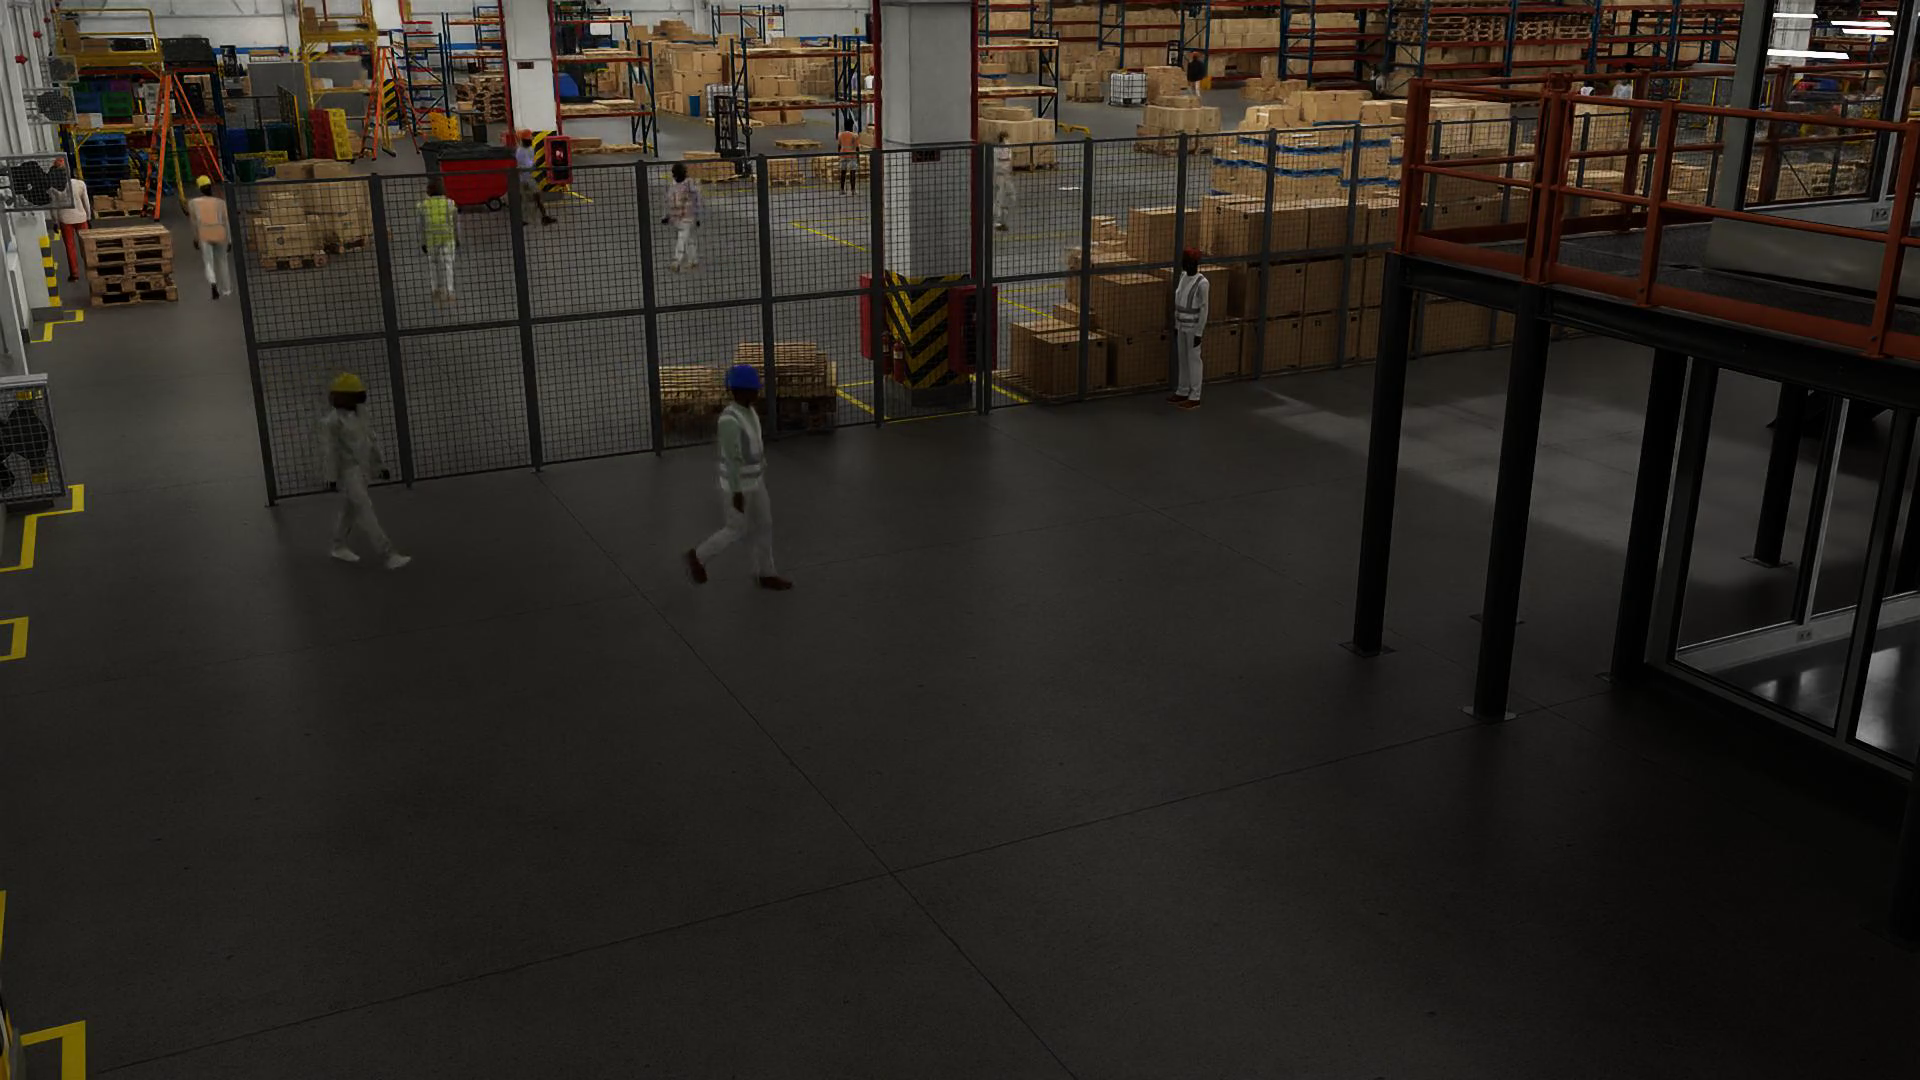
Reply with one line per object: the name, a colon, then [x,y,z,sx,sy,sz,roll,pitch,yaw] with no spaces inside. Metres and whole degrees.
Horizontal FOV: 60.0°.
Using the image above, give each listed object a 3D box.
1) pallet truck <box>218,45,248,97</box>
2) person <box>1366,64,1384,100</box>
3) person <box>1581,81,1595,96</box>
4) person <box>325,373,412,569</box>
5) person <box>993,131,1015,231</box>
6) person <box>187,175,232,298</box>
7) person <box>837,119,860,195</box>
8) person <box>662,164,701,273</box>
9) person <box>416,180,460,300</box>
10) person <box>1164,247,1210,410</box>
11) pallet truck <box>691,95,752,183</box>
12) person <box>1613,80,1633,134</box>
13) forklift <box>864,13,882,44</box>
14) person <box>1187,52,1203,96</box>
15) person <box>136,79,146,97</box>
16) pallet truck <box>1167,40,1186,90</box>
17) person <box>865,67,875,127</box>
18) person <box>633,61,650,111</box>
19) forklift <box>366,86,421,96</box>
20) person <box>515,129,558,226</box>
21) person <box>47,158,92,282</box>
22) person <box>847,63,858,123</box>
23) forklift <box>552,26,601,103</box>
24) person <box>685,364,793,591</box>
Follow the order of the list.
pallet truck: [-28.879,-18.665,66.111,0.823,1.965,1.885,-3,19,-9]
person: [13.115,-14.165,52.999,0.972,2.000,0.704,-8,21,-22]
person: [18.257,-12.540,48.473,0.392,1.919,0.590,-5,20,-15]
person: [-5.103,-0.592,14.155,0.903,1.693,0.495,7,20,19]
person: [0.835,-6.967,32.312,0.428,1.920,0.632,16,25,39]
person: [-11.552,-4.665,25.689,0.585,1.894,0.750,-8,21,-22]
person: [-2.507,-8.623,37.466,0.535,1.690,0.320,5,20,14]
person: [-4.744,-5.422,28.020,0.623,1.793,0.956,14,23,35]
person: [-8.071,-4.664,25.793,0.620,1.812,0.867,-6,20,-16]
person: [2.653,-2.454,19.291,0.356,1.883,0.573,-8,21,-21]
pallet truck: [-5.836,-9.608,39.856,0.823,1.965,1.885,10,22,27]
person: [20.309,-13.357,51.012,0.596,1.815,0.539,5,20,14]
forklift: [-4.048,-23.383,78.454,1.129,2.768,1.873,14,24,35]
person: [8.669,-16.985,61.303,0.618,1.964,0.907,0,19,-1]
person: [-25.205,-13.419,51.458,0.517,1.634,0.313,8,21,23]
pallet truck: [9.045,-19.971,69.895,0.823,1.965,1.885,-3,19,-8]
person: [-2.808,-14.256,53.501,0.583,1.882,0.350,15,24,37]
person: [-11.057,-15.771,57.826,0.640,1.922,0.710,-12,22,-31]
forklift: [-22.514,-19.021,65.808,1.129,2.768,1.873,14,23,35]
person: [-8.488,-7.145,32.881,0.971,1.884,0.574,8,20,21]
person: [-14.482,-5.215,27.124,0.608,1.996,0.375,-18,26,-41]
person: [-3.530,-14.683,54.694,0.408,1.918,0.584,2,19,7]
forklift: [-14.607,-17.801,62.272,1.873,2.768,1.129,-9,21,-25]
person: [-1.829,-0.495,13.553,0.809,1.924,0.614,6,20,17]
